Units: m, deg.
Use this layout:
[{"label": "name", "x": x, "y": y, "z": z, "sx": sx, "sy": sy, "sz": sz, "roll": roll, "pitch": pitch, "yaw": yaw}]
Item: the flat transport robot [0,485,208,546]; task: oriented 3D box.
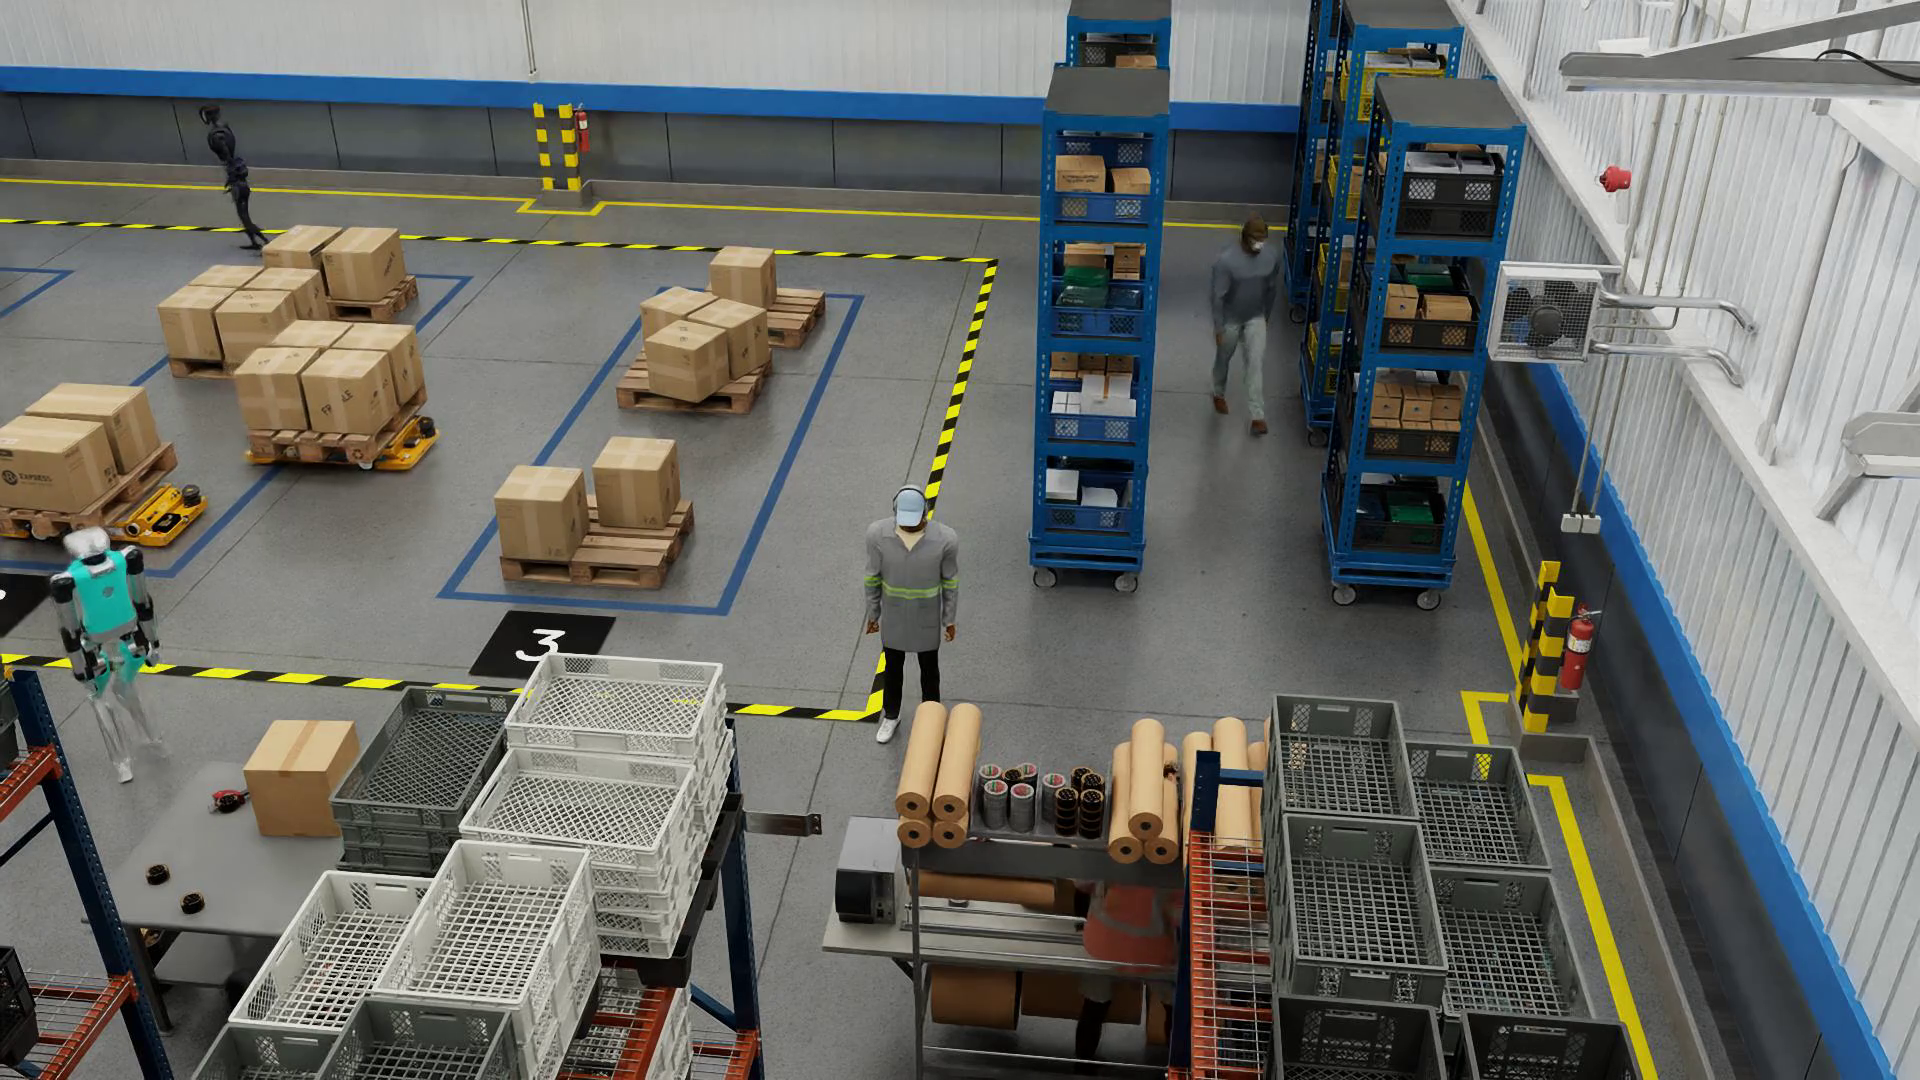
[{"label": "flat transport robot", "x": -6.757, "y": -0.237, "z": 13.053, "sx": 1.431, "sy": 0.197, "sz": 0.652, "roll": 3, "pitch": 30, "yaw": 6}]

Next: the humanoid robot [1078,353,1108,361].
[{"label": "humanoid robot", "x": 1.107, "y": -1.413, "z": 13.707, "sx": 0.384, "sy": 1.633, "sz": 0.609, "roll": -2, "pitch": 30, "yaw": -4}]

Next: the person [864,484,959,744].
[{"label": "person", "x": -0.305, "y": 0.466, "z": 10.304, "sx": 0.587, "sy": 1.848, "sz": 0.396, "roll": 3, "pitch": 30, "yaw": 5}]

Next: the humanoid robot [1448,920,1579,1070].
[{"label": "humanoid robot", "x": 2.469, "y": 2.264, "z": 7.391, "sx": 0.539, "sy": 1.847, "sz": 0.724, "roll": 26, "pitch": 39, "yaw": 37}]

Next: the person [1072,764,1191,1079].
[{"label": "person", "x": 0.831, "y": 1.871, "z": 7.810, "sx": 0.663, "sy": 1.936, "sz": 0.480, "roll": 12, "pitch": 32, "yaw": 20}]

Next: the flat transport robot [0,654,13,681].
[{"label": "flat transport robot", "x": -7.142, "y": 0.969, "z": 11.010, "sx": 1.431, "sy": 0.231, "sz": 0.659, "roll": 3, "pitch": 30, "yaw": 6}]

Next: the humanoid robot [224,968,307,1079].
[{"label": "humanoid robot", "x": -2.742, "y": 2.452, "z": 7.070, "sx": 0.443, "sy": 1.644, "sz": 0.602, "roll": 10, "pitch": 32, "yaw": 17}]

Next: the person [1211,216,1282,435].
[{"label": "person", "x": 2.436, "y": -1.841, "z": 14.230, "sx": 0.648, "sy": 1.883, "sz": 1.016, "roll": -5, "pitch": 31, "yaw": -9}]

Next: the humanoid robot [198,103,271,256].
[{"label": "humanoid robot", "x": -7.817, "y": -3.909, "z": 17.990, "sx": 0.464, "sy": 1.634, "sz": 0.611, "roll": -16, "pitch": 34, "yaw": -25}]

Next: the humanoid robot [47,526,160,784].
[{"label": "humanoid robot", "x": -5.218, "y": 0.652, "z": 10.117, "sx": 0.798, "sy": 1.798, "sz": 0.539, "roll": 23, "pitch": 37, "yaw": 34}]

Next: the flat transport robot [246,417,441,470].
[{"label": "flat transport robot", "x": -5.233, "y": -0.859, "z": 14.122, "sx": 1.431, "sy": 0.197, "sz": 0.652, "roll": 3, "pitch": 30, "yaw": 6}]

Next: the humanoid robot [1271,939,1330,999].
[{"label": "humanoid robot", "x": 1.436, "y": 2.337, "z": 7.254, "sx": 0.332, "sy": 1.652, "sz": 0.584, "roll": 7, "pitch": 31, "yaw": 12}]
